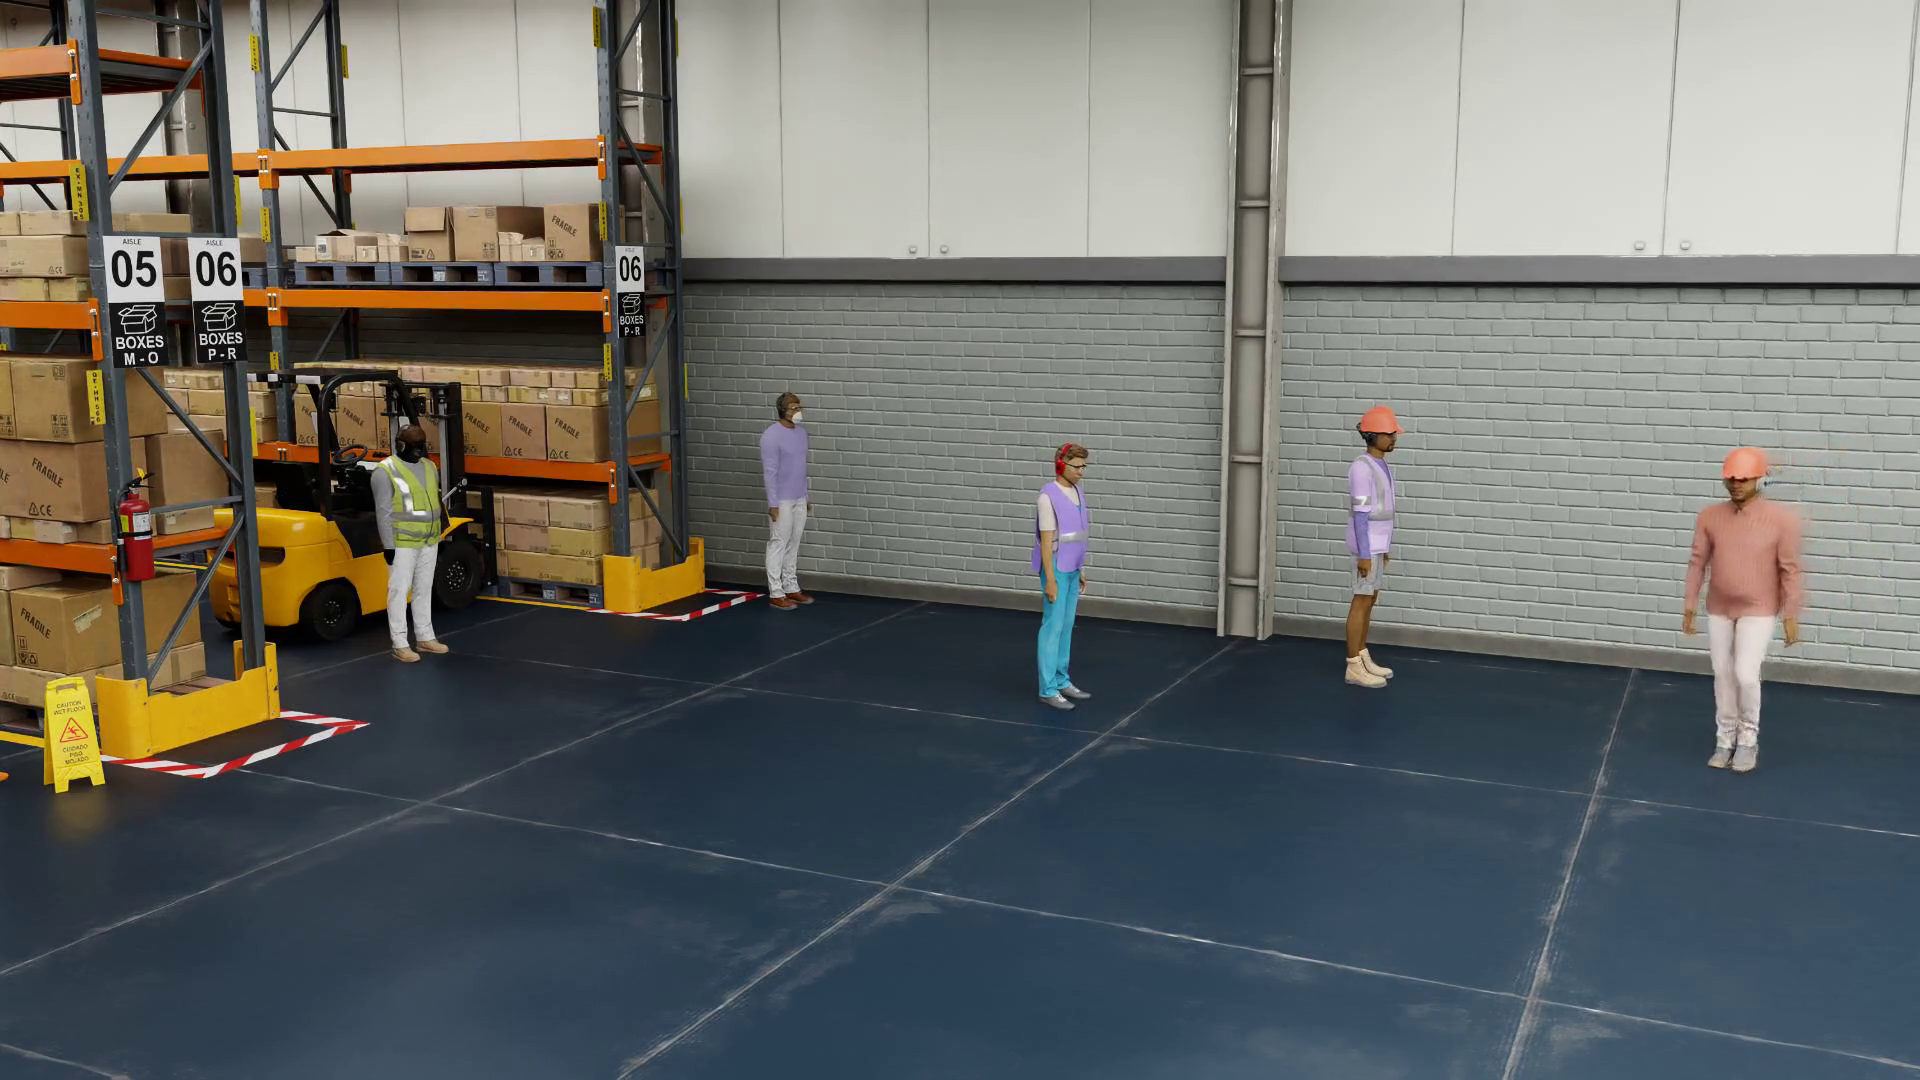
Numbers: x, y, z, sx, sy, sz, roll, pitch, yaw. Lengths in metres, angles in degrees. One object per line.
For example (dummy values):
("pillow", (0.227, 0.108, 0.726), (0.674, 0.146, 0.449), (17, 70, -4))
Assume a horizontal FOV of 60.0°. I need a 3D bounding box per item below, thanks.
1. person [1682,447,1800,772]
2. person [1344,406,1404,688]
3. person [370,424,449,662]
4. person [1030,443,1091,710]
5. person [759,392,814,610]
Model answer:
("person", (4.665, 0.424, 10.005), (0.475, 1.977, 0.656), (-8, 12, -40))
("person", (3.023, 0.042, 12.158), (0.377, 2.045, 0.605), (4, 10, 25))
("person", (-4.259, 0.014, 12.966), (0.429, 1.838, 0.621), (4, 10, 25))
("person", (0.702, 0.240, 11.571), (0.390, 1.838, 0.562), (4, 10, 25))
("person", (-1.539, -0.355, 14.916), (0.372, 1.940, 0.627), (4, 10, 25))
